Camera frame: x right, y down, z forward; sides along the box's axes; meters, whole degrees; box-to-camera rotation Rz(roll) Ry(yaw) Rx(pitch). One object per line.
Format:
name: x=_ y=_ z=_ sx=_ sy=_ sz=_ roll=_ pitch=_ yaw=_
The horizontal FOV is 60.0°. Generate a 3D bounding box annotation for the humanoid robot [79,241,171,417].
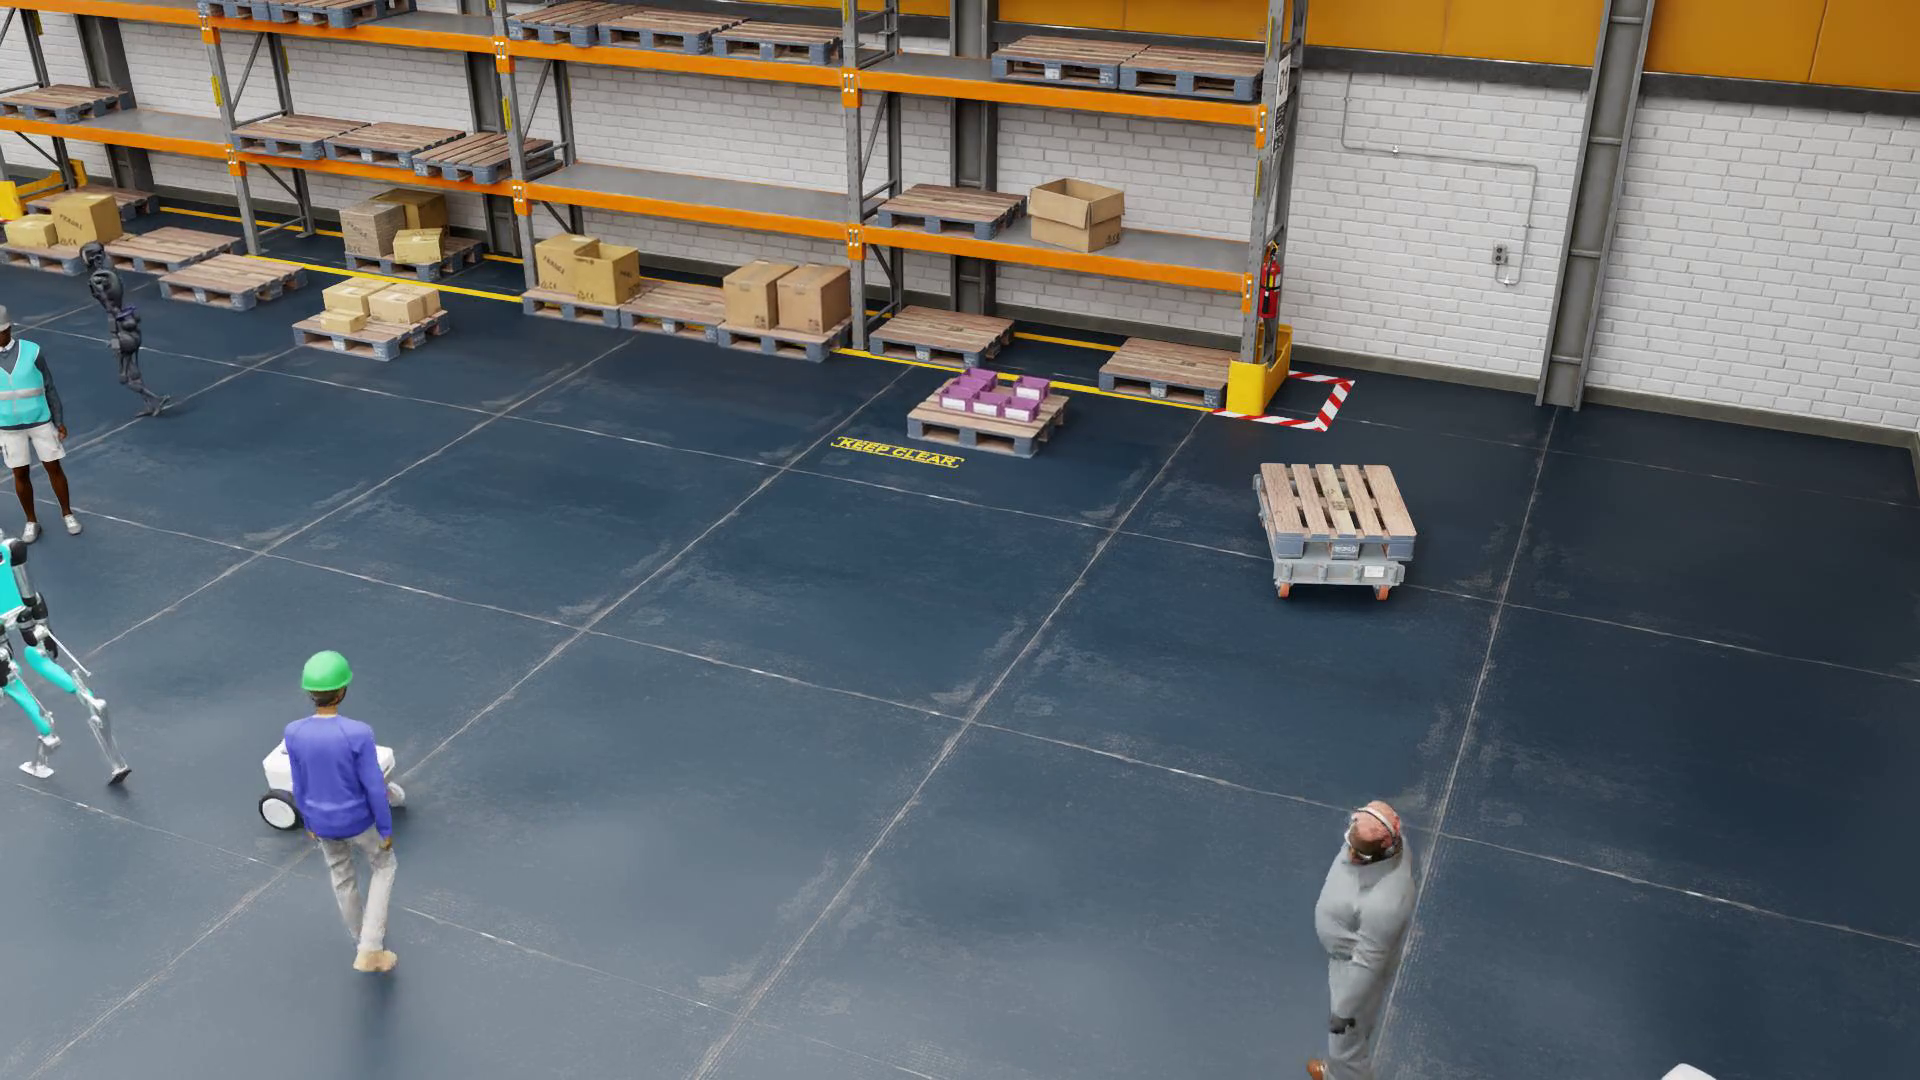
humanoid robot: x=-7.563 y=-1.902 z=15.098 sx=0.511 sy=1.622 sz=0.636 roll=-7 pitch=28 yaw=-14

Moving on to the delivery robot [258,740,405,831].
delivery robot: x=-3.742 y=1.407 z=9.884 sx=0.784 sy=0.589 sz=0.499 roll=5 pitch=28 yaw=9

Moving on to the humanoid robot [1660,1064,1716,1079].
humanoid robot: x=2.739 y=2.591 z=6.337 sx=0.536 sy=1.792 sz=0.807 roll=22 pitch=34 yaw=36

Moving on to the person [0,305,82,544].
person: x=-7.258 y=-0.921 z=12.896 sx=0.569 sy=1.937 sz=0.423 roll=-13 pitch=30 yaw=-24

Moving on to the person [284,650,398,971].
person: x=-3.126 y=1.419 z=8.464 sx=0.490 sy=1.849 sz=0.488 roll=2 pitch=27 yaw=4

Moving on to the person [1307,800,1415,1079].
person: x=1.777 y=1.908 z=7.486 sx=0.401 sy=1.879 sz=0.742 roll=6 pitch=28 yaw=11

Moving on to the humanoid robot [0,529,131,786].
humanoid robot: x=-5.413 y=0.763 z=9.886 sx=0.994 sy=1.775 sz=0.530 roll=12 pitch=30 yaw=22
